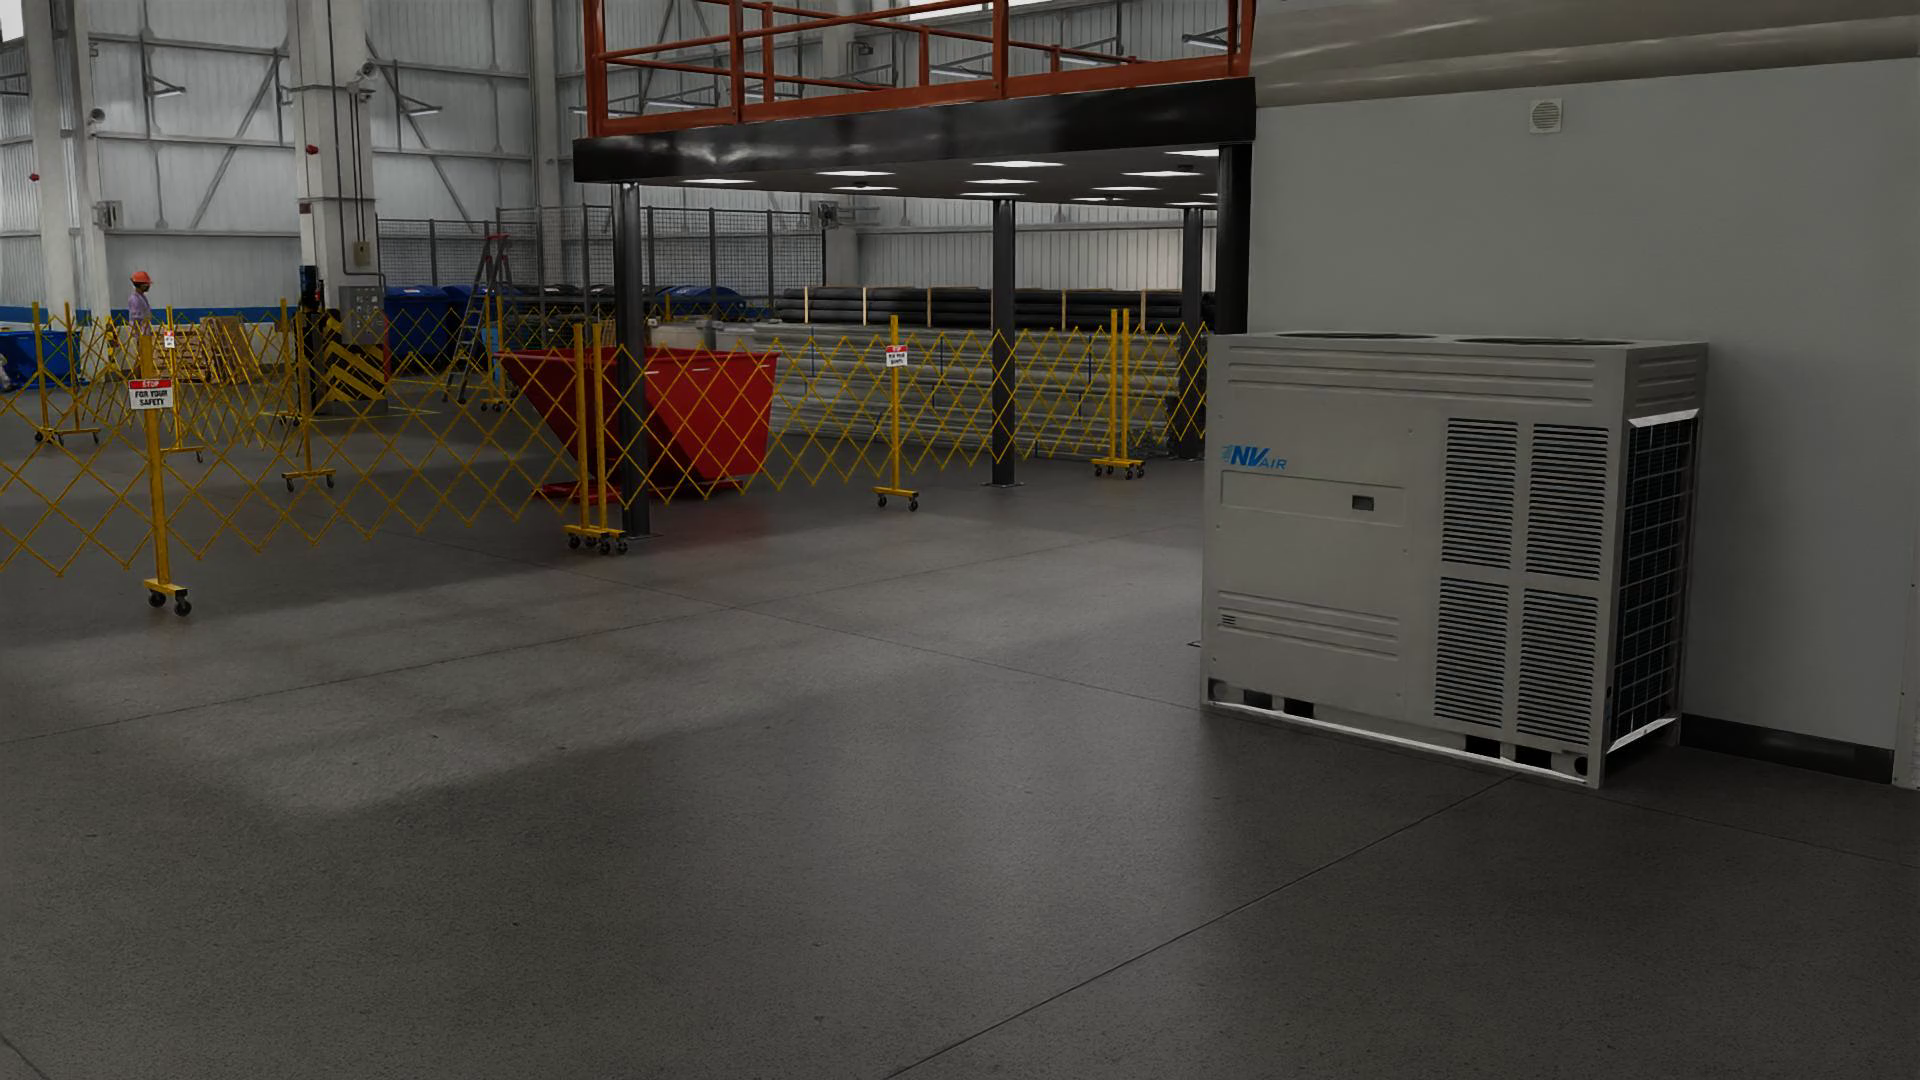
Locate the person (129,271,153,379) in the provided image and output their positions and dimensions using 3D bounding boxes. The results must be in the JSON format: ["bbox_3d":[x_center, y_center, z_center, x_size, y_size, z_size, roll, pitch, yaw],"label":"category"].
[{"bbox_3d":[-13.528,-3.426,27.567,0.417,2.036,0.601,-2,10,-14],"label":"person"}]

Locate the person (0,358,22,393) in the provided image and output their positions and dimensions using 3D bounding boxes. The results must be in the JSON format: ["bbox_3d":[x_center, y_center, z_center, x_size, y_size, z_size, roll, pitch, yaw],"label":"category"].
[{"bbox_3d":[-16.083,-3.317,27.408,0.991,1.852,0.661,2,9,11],"label":"person"}]
